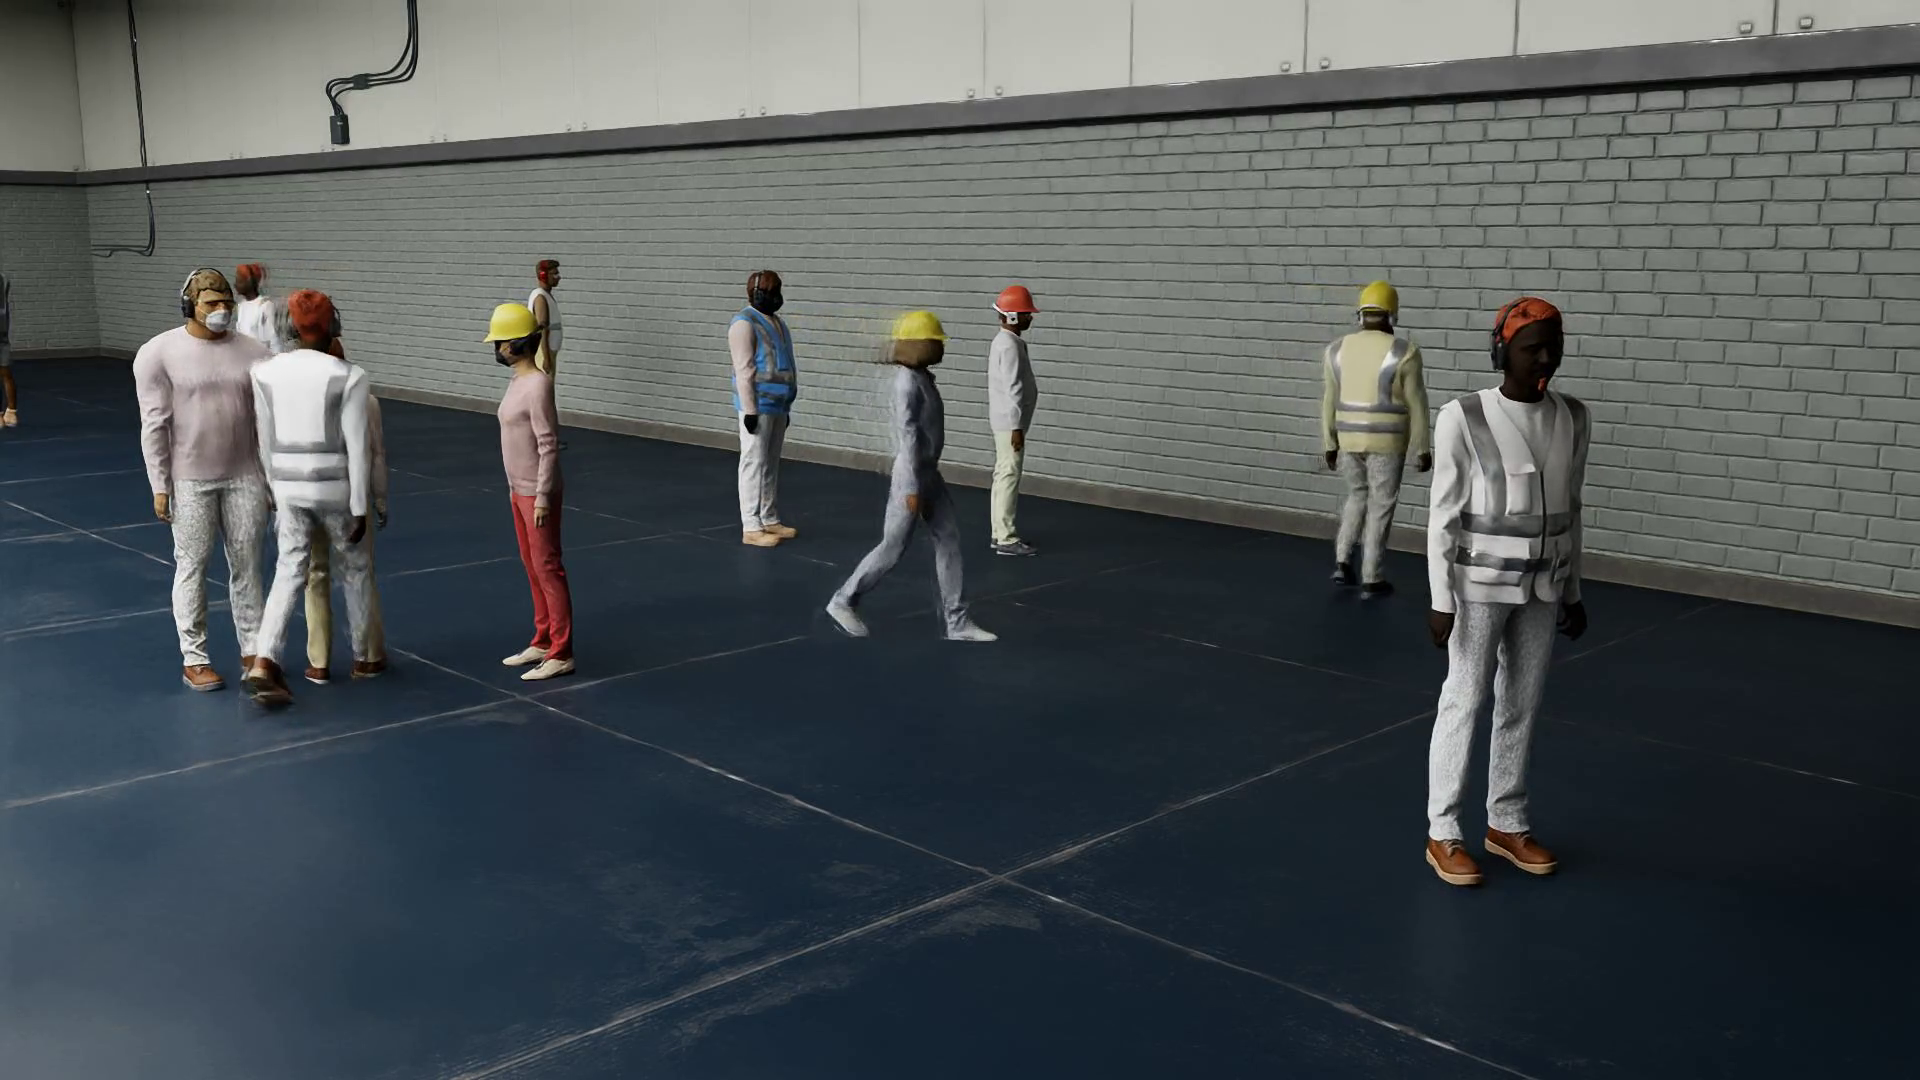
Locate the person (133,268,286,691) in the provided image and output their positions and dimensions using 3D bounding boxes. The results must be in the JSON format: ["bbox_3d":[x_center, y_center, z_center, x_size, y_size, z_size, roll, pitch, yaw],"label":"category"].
[{"bbox_3d":[-3.425,-0.278,7.667,0.374,1.933,0.625,10,14,43],"label":"person"}]

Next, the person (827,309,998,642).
[{"bbox_3d":[-0.266,-0.320,8.479,0.853,1.711,0.490,3,11,16],"label":"person"}]

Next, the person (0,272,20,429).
[{"bbox_3d":[-10.442,-2.196,17.845,0.400,2.031,0.605,1,10,6],"label":"person"}]

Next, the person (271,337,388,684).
[{"bbox_3d":[-2.928,-0.146,7.753,0.507,1.632,0.264,-5,12,-26],"label":"person"}]

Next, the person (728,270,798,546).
[{"bbox_3d":[-1.311,-0.893,11.259,0.430,1.845,0.619,3,11,18],"label":"person"}]

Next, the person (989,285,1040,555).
[{"bbox_3d":[0.354,-0.781,10.887,0.329,1.751,0.572,-1,10,-5],"label":"person"}]

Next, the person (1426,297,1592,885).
[{"bbox_3d":[1.763,0.167,5.359,0.583,1.882,0.337,-4,11,-19],"label":"person"}]

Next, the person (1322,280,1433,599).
[{"bbox_3d":[2.374,-0.563,9.510,0.414,1.822,0.612,-10,15,-44],"label":"person"}]

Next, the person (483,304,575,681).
[{"bbox_3d":[-2.030,-0.221,7.809,0.326,1.763,0.533,-5,12,-28],"label":"person"}]

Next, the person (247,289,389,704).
[{"bbox_3d":[-2.923,-0.201,7.492,0.568,1.858,0.929,1,10,4],"label":"person"}]

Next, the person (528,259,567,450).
[{"bbox_3d":[-4.049,-1.806,16.221,0.381,1.844,0.566,-2,11,-10],"label":"person"}]
